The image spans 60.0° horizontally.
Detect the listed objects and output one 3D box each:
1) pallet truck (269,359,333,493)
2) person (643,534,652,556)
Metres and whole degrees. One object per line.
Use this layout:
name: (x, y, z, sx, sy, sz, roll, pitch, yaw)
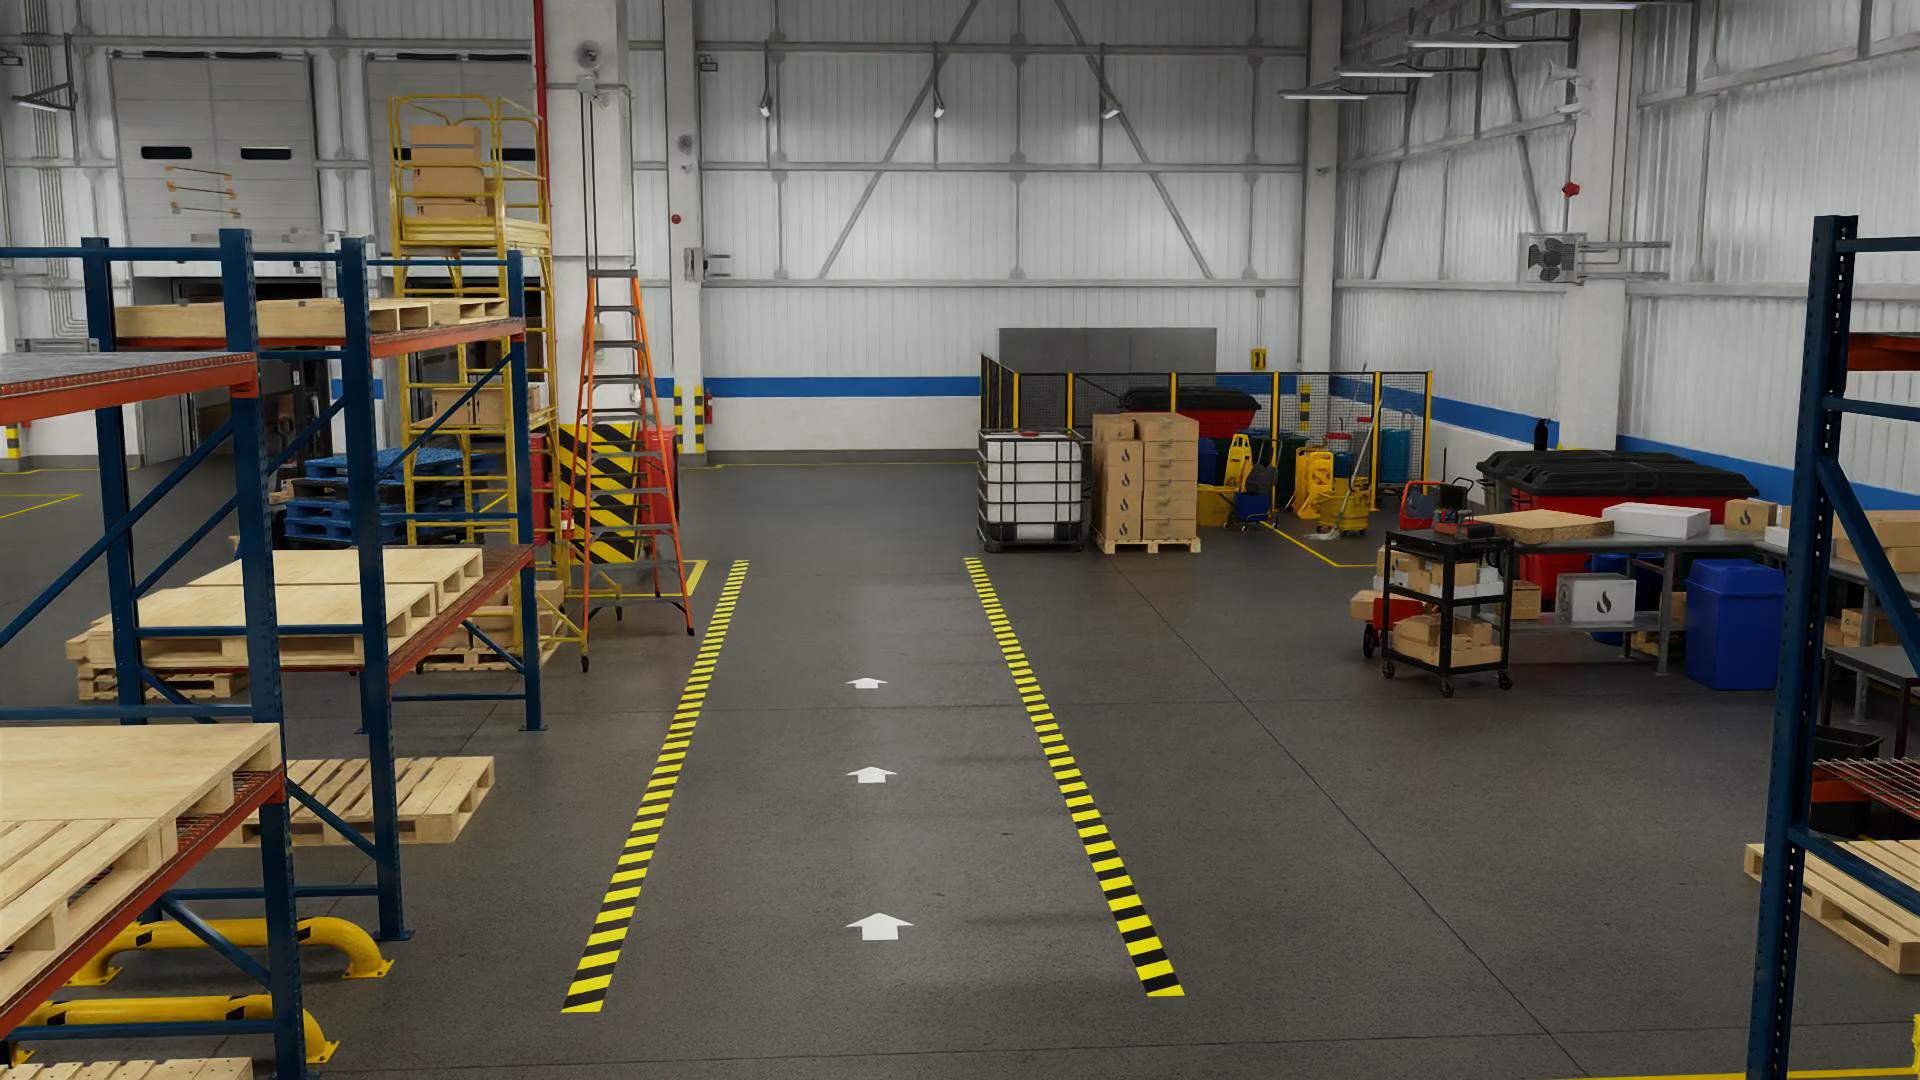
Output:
pallet truck: (-7.062, -1.131, 18.996, 1.885, 1.965, 0.823, 2, 9, 13)
person: (-3.554, -0.721, 16.809, 0.919, 1.897, 0.675, -2, 9, -10)
